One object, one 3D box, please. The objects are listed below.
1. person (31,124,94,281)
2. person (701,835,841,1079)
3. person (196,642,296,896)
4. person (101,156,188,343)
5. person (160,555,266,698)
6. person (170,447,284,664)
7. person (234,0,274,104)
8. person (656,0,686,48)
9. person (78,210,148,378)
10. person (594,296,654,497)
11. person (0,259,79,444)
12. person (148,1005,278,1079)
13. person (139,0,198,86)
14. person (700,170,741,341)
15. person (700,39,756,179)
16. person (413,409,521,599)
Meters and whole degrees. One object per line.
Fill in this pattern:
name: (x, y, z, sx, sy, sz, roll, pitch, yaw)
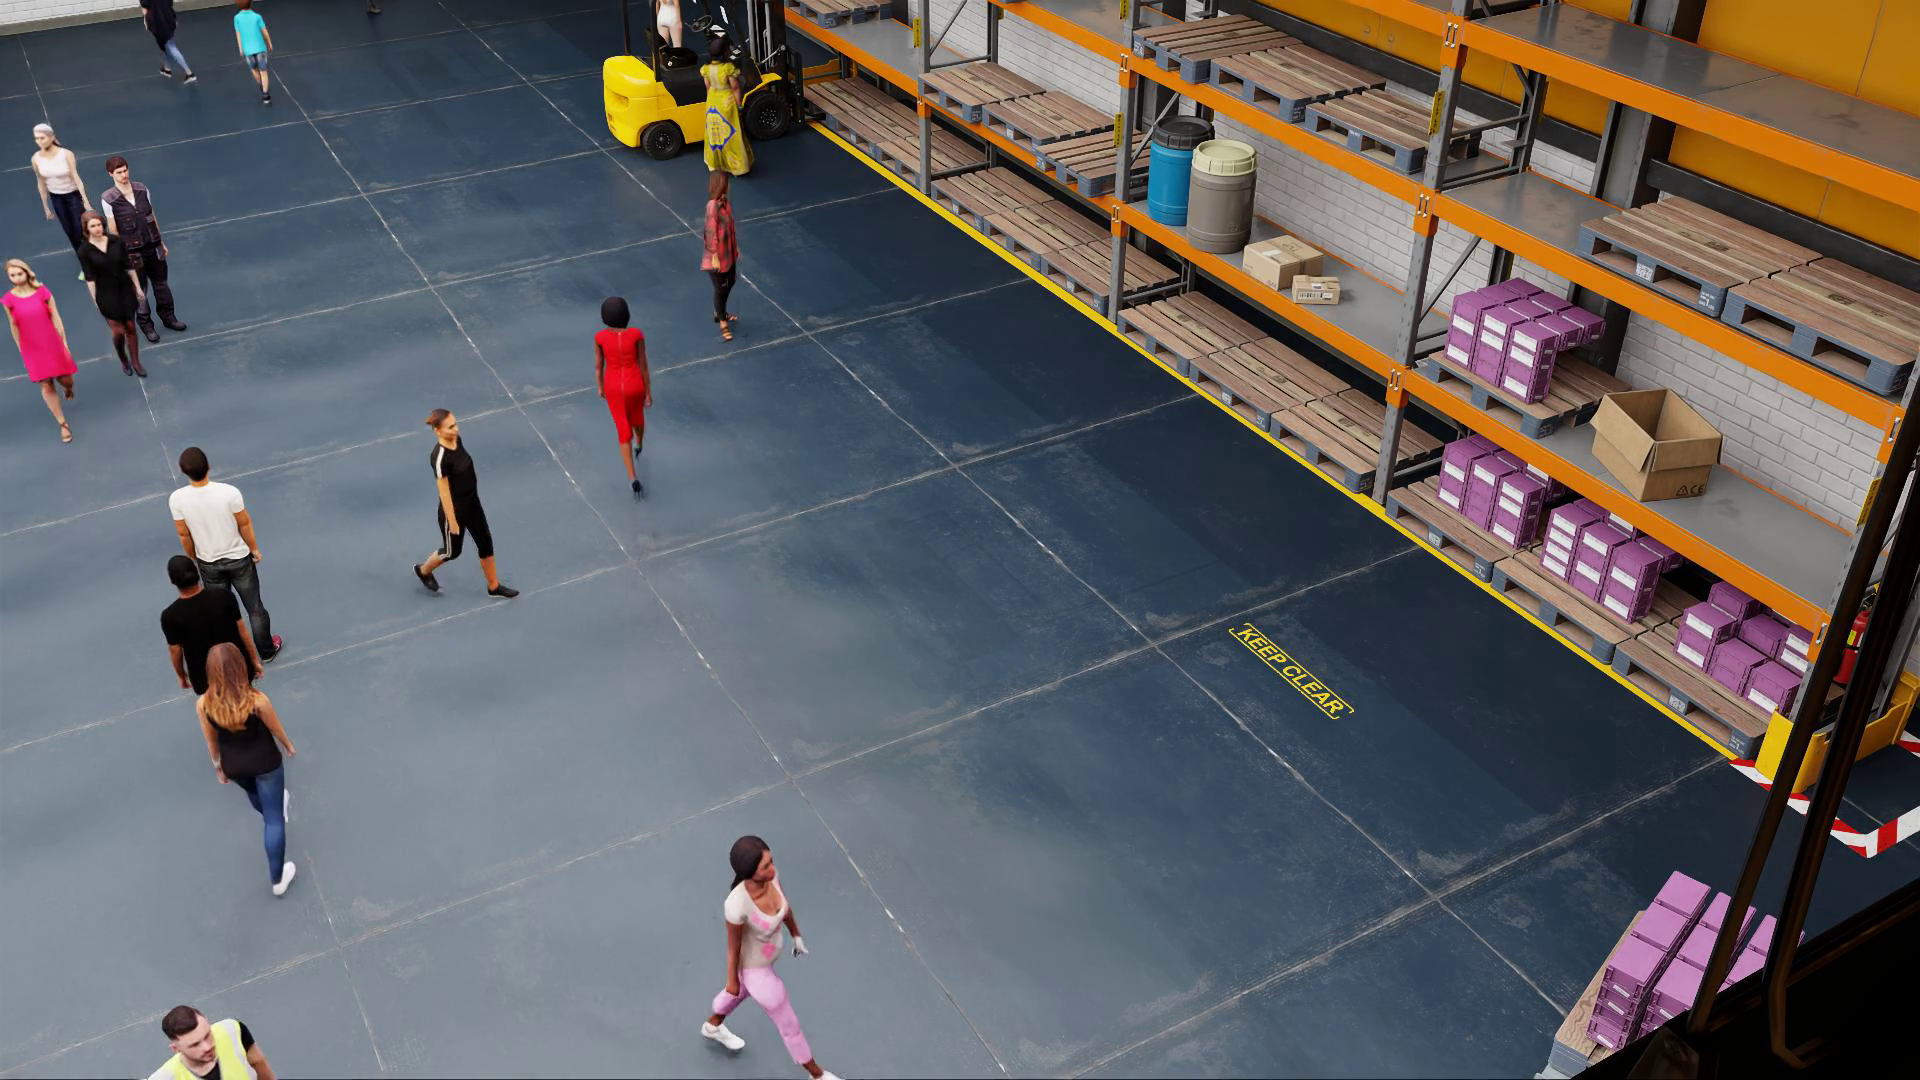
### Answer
person: (-9.391, -3.596, 17.570, 0.749, 1.689, 0.799, -2, 34, -3)
person: (-1.143, 2.219, 8.828, 1.244, 1.683, 1.091, 12, 36, 18)
person: (-4.282, 1.421, 10.032, 0.906, 1.679, 1.120, 0, 34, -1)
person: (-8.071, -2.887, 16.361, 0.711, 1.848, 0.723, 22, 40, 30)
person: (-4.753, 0.913, 10.762, 0.781, 1.716, 1.162, -24, 40, -31)
person: (-5.264, 0.122, 11.872, 0.686, 1.804, 0.623, -9, 35, -13)
person: (-9.457, -6.567, 22.289, 0.722, 1.414, 0.995, -8, 34, -11)
person: (-4.023, -7.171, 22.989, 0.588, 1.644, 0.678, 14, 36, 20)
person: (-7.976, -2.321, 15.646, 0.664, 1.695, 0.662, 26, 42, 33)
person: (-2.803, -1.171, 13.919, 0.829, 1.693, 1.155, -6, 34, -10)
person: (-8.121, -1.725, 14.736, 0.573, 1.711, 0.852, -16, 37, -23)
person: (-3.472, 2.799, 7.848, 1.284, 1.801, 1.080, 19, 38, 26)
person: (-10.885, -7.064, 22.830, 1.224, 1.643, 0.973, 18, 38, 26)
person: (-2.368, -2.789, 16.367, 0.784, 1.678, 0.741, 21, 39, 28)
person: (-2.837, -5.197, 20.009, 0.966, 1.656, 1.061, 14, 36, 20)
person: (-3.861, -0.247, 12.576, 1.073, 1.641, 1.045, 6, 34, 10)
